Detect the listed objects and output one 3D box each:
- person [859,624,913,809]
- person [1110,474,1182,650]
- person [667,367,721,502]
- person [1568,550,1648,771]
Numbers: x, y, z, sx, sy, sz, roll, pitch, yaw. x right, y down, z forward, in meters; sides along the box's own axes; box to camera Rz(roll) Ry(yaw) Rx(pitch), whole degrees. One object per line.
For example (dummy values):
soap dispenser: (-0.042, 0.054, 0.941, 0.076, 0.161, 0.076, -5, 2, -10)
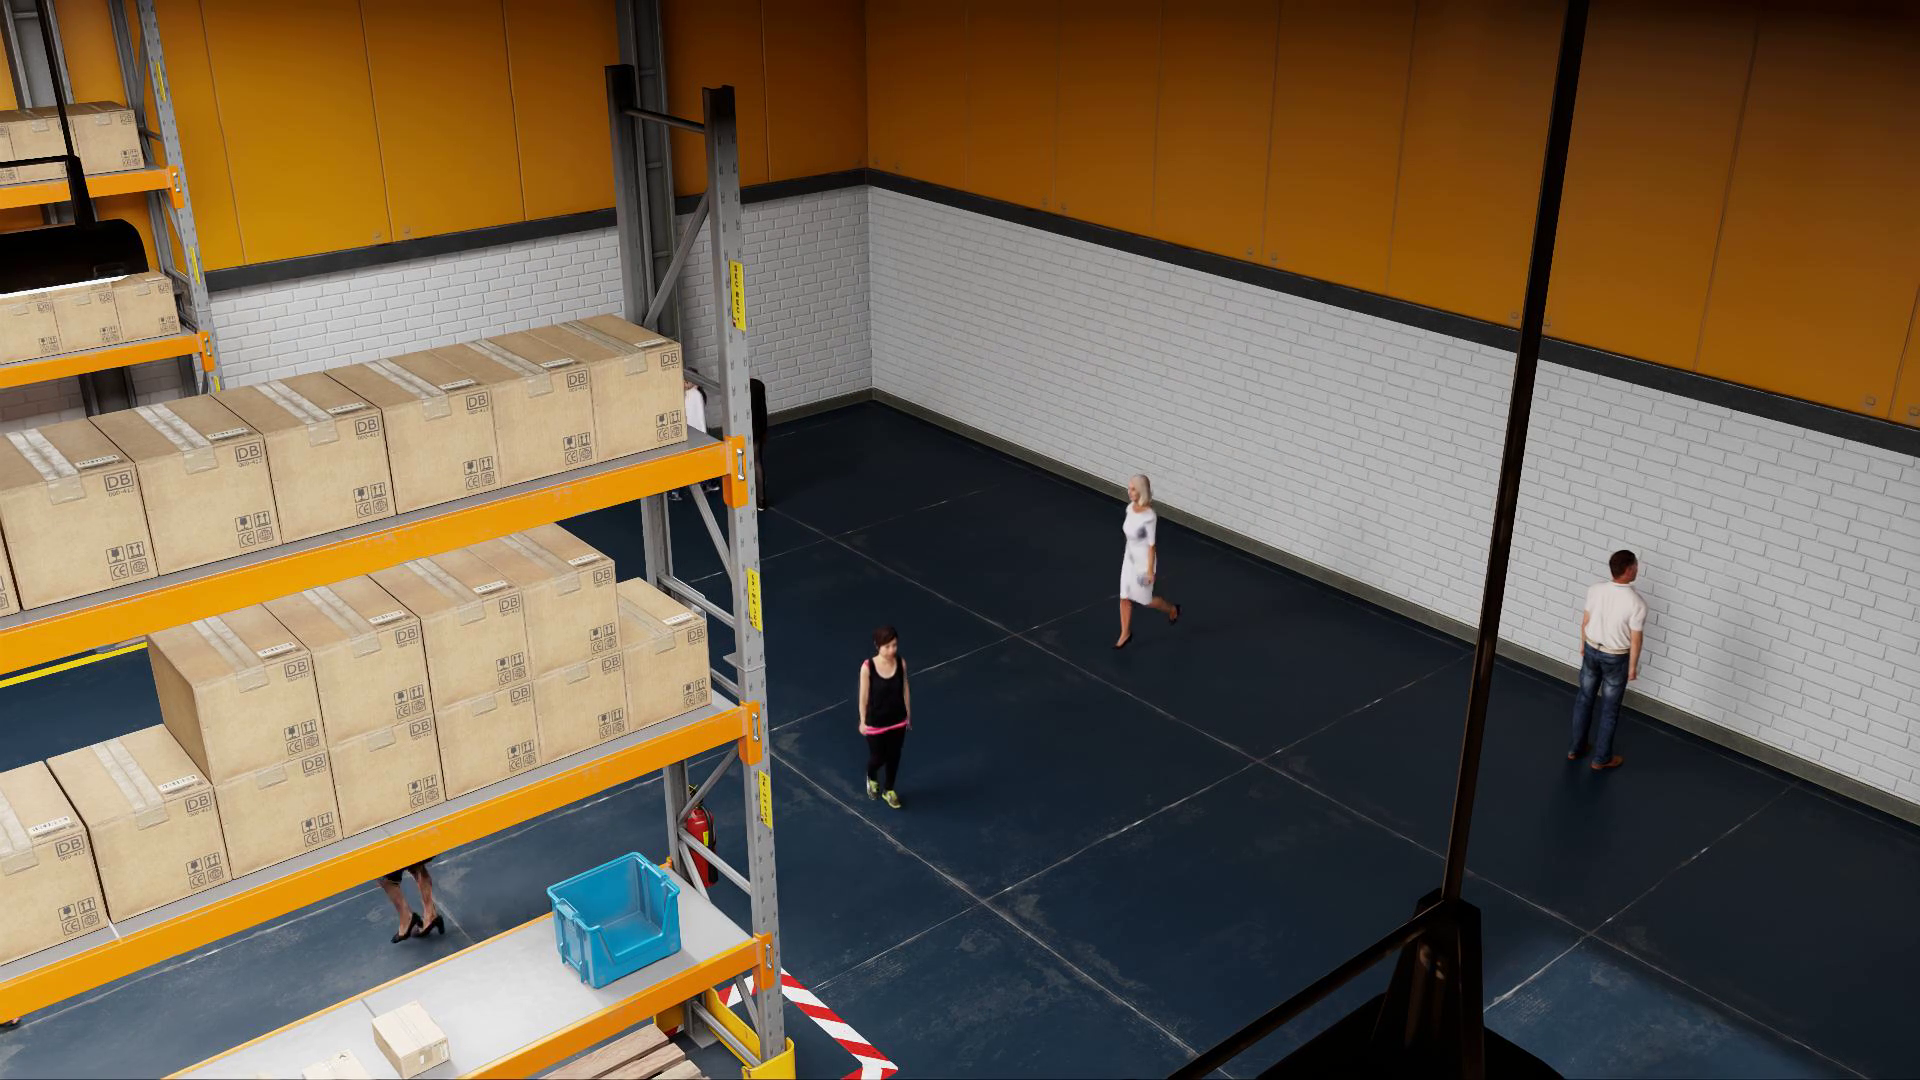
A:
person: (-0.608, 1.333, 12.855, 0.582, 1.545, 0.676, -11, 26, -24)
person: (1.721, 0.196, 15.233, 1.009, 1.723, 0.675, -13, 27, -28)
person: (-2.889, -1.215, 18.707, 0.985, 1.527, 0.610, -13, 27, -28)
person: (5.181, 0.949, 13.351, 0.573, 1.851, 0.661, -16, 28, -33)
